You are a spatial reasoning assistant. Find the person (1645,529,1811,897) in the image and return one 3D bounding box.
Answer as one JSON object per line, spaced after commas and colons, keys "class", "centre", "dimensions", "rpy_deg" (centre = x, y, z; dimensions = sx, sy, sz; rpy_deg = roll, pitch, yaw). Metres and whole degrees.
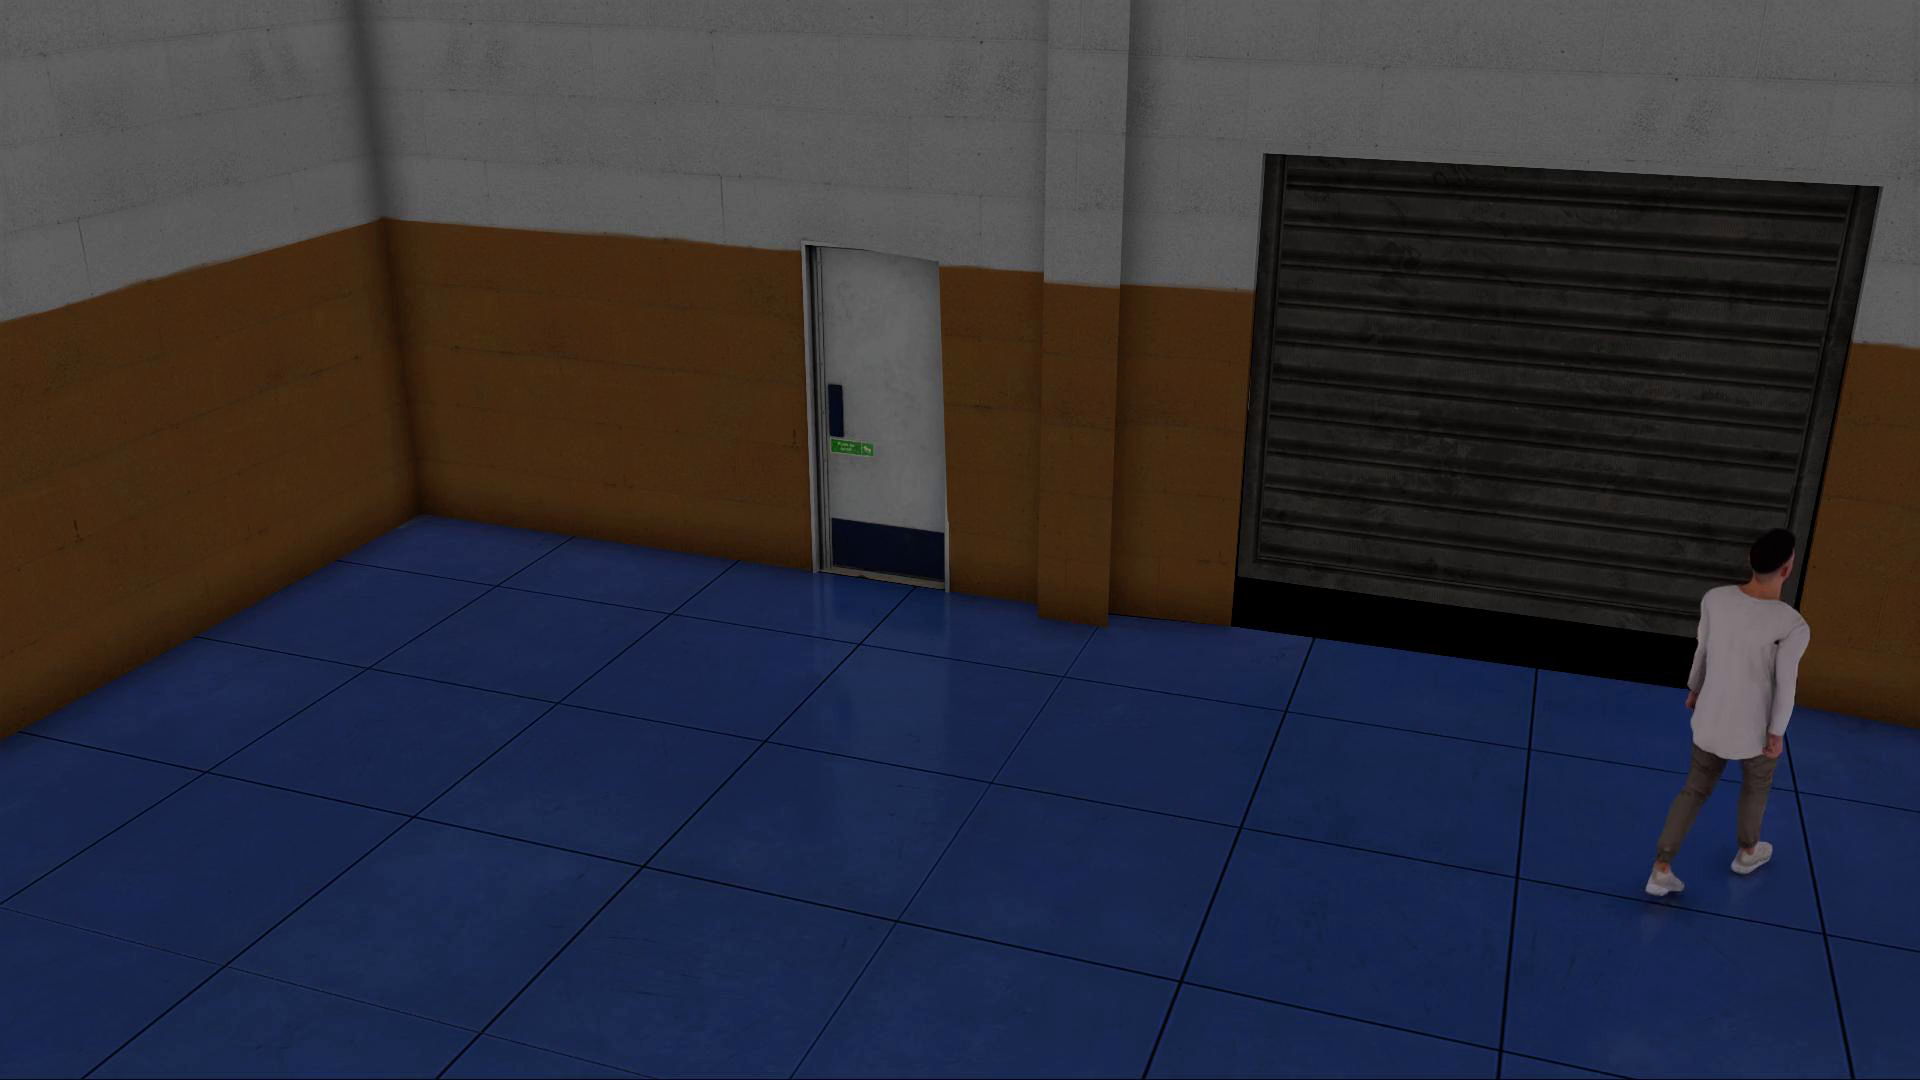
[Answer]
{"class": "person", "centre": [3.474, 0.827, 7.543], "dimensions": [1.120, 1.803, 1.175], "rpy_deg": [-16, 27, -34]}
